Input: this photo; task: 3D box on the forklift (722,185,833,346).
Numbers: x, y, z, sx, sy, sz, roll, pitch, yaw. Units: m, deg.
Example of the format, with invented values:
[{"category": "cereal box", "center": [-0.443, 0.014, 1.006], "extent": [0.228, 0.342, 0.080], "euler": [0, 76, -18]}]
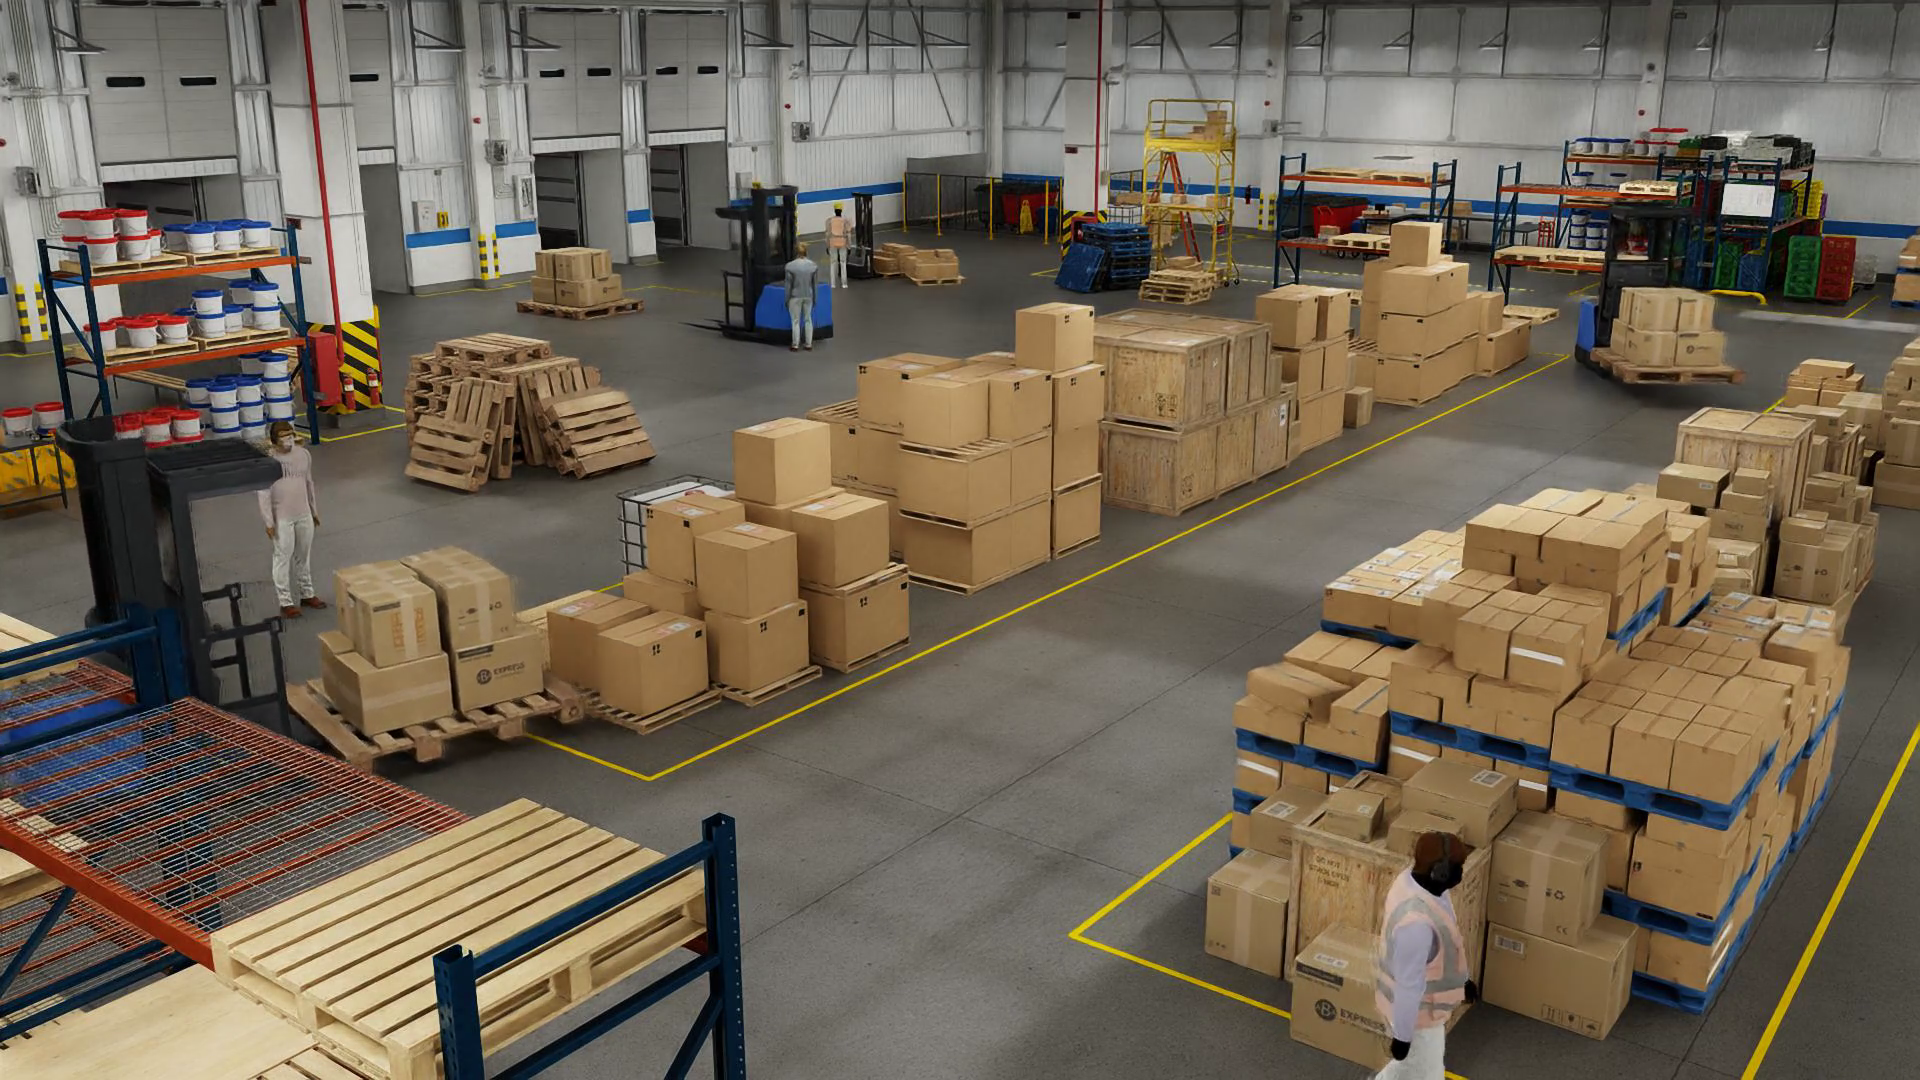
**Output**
[{"category": "forklift", "center": [-3.374, -5.106, 30.683], "extent": [1.873, 2.768, 1.129], "euler": [12, 21, 35]}]

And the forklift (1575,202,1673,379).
[{"category": "forklift", "center": [11.181, -4.227, 27.771], "extent": [1.129, 2.768, 1.873], "euler": [1, 17, 4]}]

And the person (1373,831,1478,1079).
[{"category": "person", "center": [2.214, 2.255, 8.120], "extent": [0.593, 1.813, 0.638], "euler": [4, 17, 14]}]

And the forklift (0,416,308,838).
[{"category": "forklift", "center": [-5.971, 0.553, 11.942], "extent": [1.873, 2.768, 1.129], "euler": [-13, 21, -37]}]

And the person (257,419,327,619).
[{"category": "person", "center": [-6.480, -0.222, 16.114], "extent": [0.373, 1.940, 0.630], "euler": [9, 19, 27]}]

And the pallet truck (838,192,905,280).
[{"category": "pallet truck", "center": [-1.936, -7.159, 38.982], "extent": [1.885, 1.965, 0.823], "euler": [-12, 21, -34]}]

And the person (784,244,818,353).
[{"category": "person", "center": [-2.830, -4.310, 29.673], "extent": [0.636, 1.930, 0.372], "euler": [-9, 19, -26]}]

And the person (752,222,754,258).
[{"category": "person", "center": [-4.555, -6.405, 37.016], "extent": [0.656, 1.670, 0.557], "euler": [-5, 17, -15]}]

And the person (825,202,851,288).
[{"category": "person", "center": [-2.726, -6.604, 37.289], "extent": [0.582, 1.919, 0.397], "euler": [0, 17, -1]}]
